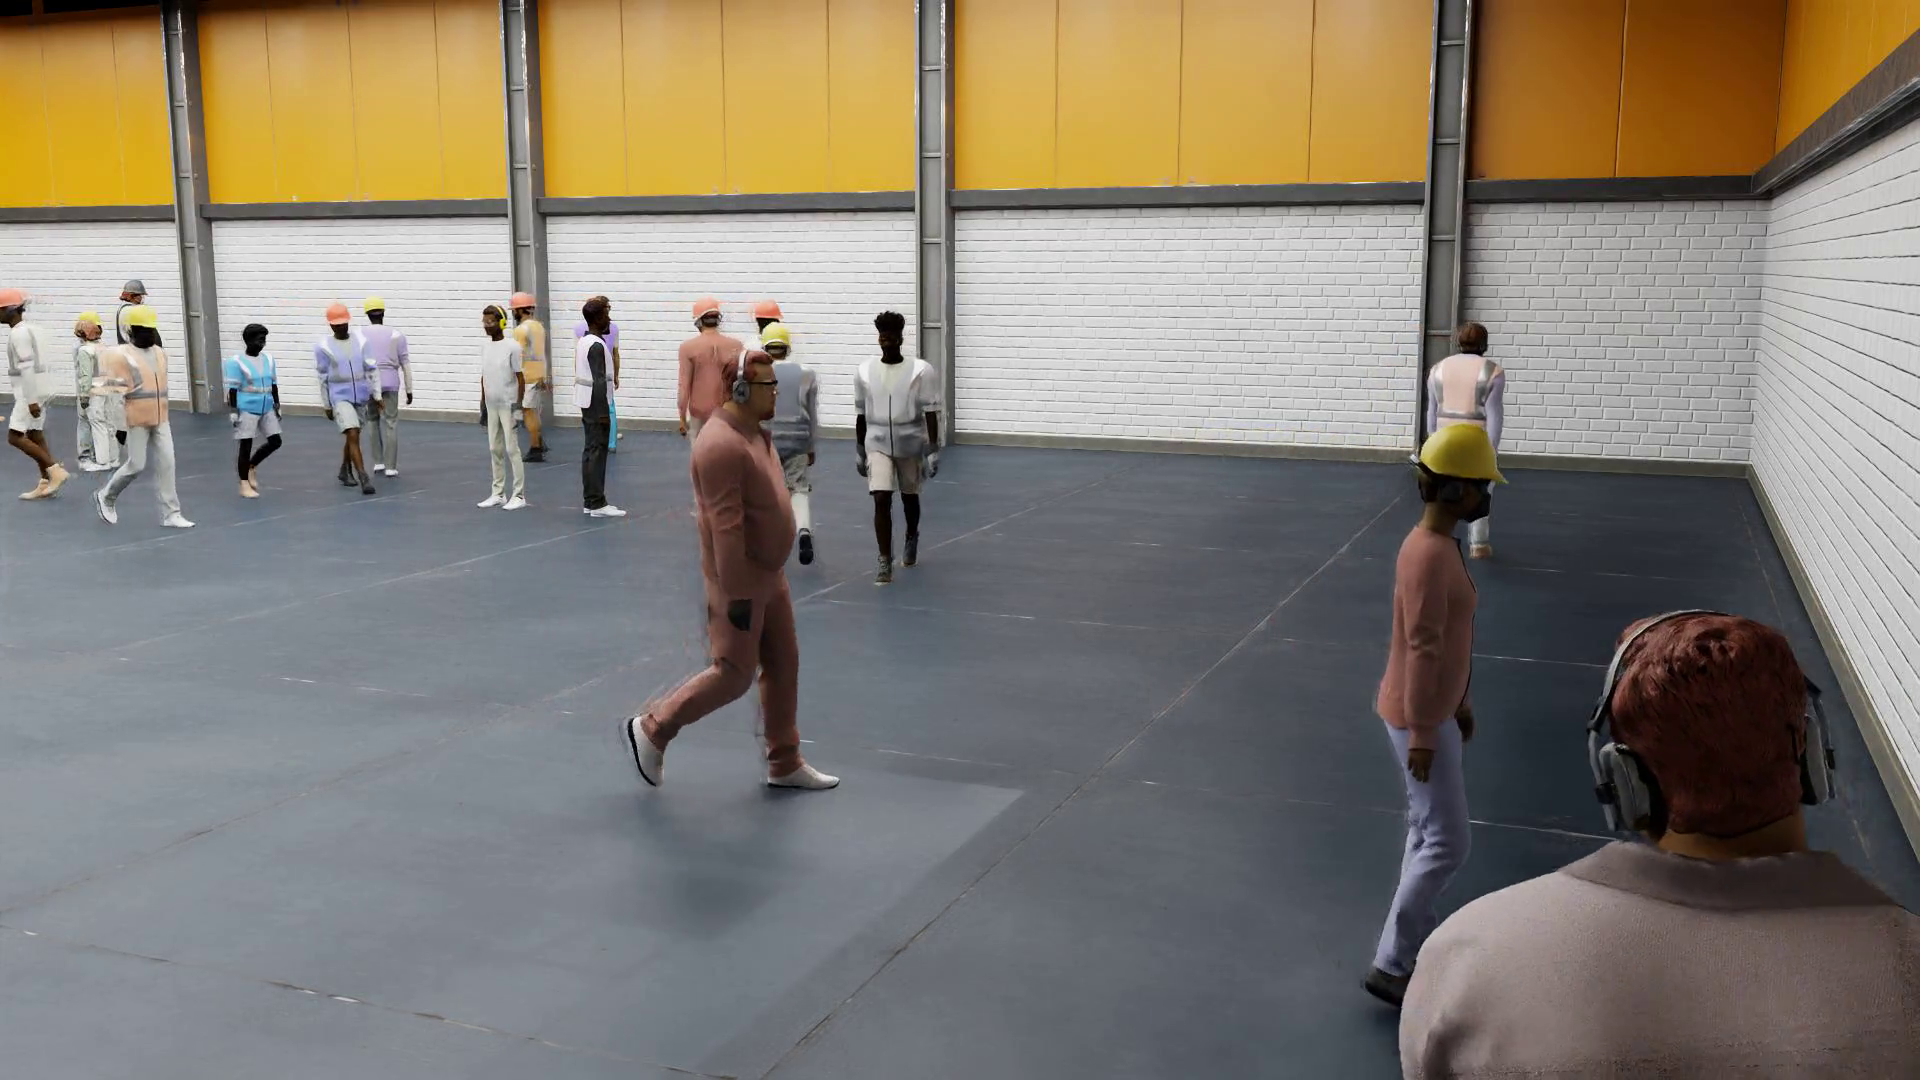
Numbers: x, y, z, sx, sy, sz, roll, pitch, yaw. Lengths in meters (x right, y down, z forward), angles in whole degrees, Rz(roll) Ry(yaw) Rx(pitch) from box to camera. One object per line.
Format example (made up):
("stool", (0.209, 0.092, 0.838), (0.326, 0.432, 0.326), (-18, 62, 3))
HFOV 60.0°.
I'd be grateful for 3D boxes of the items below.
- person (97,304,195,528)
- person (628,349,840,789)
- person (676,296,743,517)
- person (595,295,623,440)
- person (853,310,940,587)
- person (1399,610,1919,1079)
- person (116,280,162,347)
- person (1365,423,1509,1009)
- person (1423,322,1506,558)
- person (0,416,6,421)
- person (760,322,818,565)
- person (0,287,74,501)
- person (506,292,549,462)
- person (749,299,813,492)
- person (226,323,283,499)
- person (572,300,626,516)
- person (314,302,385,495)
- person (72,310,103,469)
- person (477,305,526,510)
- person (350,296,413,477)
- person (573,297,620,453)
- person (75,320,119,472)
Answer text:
("person", (-6.951, -1.039, 14.079), (0.813, 1.903, 0.596), (3, 10, 18))
("person", (-0.952, 0.147, 6.929), (0.789, 1.882, 0.646), (2, 10, 11))
("person", (-2.107, -1.118, 14.392), (0.662, 1.960, 0.848), (-5, 11, -27))
("person", (-4.576, -2.192, 21.215), (0.517, 1.843, 0.326), (7, 11, 35))
("person", (-0.436, -0.683, 11.880), (0.633, 1.928, 0.956), (1, 9, 6))
("person", (0.749, 1.020, 1.704), (0.667, 1.858, 0.595), (5, 11, 29))
("person", (-11.157, -2.527, 22.652), (0.536, 2.000, 0.680), (-7, 11, -35))
("person", (1.422, 0.530, 4.976), (0.342, 1.761, 0.566), (3, 10, 19))
("person", (3.744, -0.720, 12.440), (0.624, 1.811, 0.876), (9, 13, 42))
("person", (-13.937, -2.593, 23.659), (0.633, 1.842, 0.429), (5, 11, 30))
("person", (-1.307, -0.689, 12.218), (0.585, 1.814, 0.698), (-3, 10, -16))
("person", (-8.775, -1.360, 15.626), (0.492, 2.020, 0.615), (-4, 10, -21))
("person", (-4.884, -1.823, 18.739), (0.414, 1.920, 0.562), (2, 10, 13))
("person", (-1.968, -1.403, 16.290), (0.952, 1.905, 0.553), (0, 9, 0))
("person", (-6.762, -1.234, 15.918), (0.425, 1.671, 0.607), (5, 11, 27))
("person", (-3.231, -1.166, 14.772), (0.388, 1.921, 0.593), (-4, 10, -23))
("person", (-6.047, -1.405, 16.387), (0.556, 1.876, 1.037), (-8, 12, -41))
("person", (-9.493, -1.640, 18.214), (0.344, 1.733, 0.479), (0, 9, 3))
("person", (-4.193, -1.205, 15.175), (0.533, 1.864, 0.310), (5, 11, 30))
("person", (-6.136, -1.630, 17.655), (0.626, 1.887, 0.804), (-3, 10, -18))
("person", (-4.272, -1.924, 19.592), (0.564, 1.846, 0.389), (-6, 11, -33))
("person", (-9.336, -1.554, 17.978), (0.313, 1.636, 0.518), (0, 9, -1))
